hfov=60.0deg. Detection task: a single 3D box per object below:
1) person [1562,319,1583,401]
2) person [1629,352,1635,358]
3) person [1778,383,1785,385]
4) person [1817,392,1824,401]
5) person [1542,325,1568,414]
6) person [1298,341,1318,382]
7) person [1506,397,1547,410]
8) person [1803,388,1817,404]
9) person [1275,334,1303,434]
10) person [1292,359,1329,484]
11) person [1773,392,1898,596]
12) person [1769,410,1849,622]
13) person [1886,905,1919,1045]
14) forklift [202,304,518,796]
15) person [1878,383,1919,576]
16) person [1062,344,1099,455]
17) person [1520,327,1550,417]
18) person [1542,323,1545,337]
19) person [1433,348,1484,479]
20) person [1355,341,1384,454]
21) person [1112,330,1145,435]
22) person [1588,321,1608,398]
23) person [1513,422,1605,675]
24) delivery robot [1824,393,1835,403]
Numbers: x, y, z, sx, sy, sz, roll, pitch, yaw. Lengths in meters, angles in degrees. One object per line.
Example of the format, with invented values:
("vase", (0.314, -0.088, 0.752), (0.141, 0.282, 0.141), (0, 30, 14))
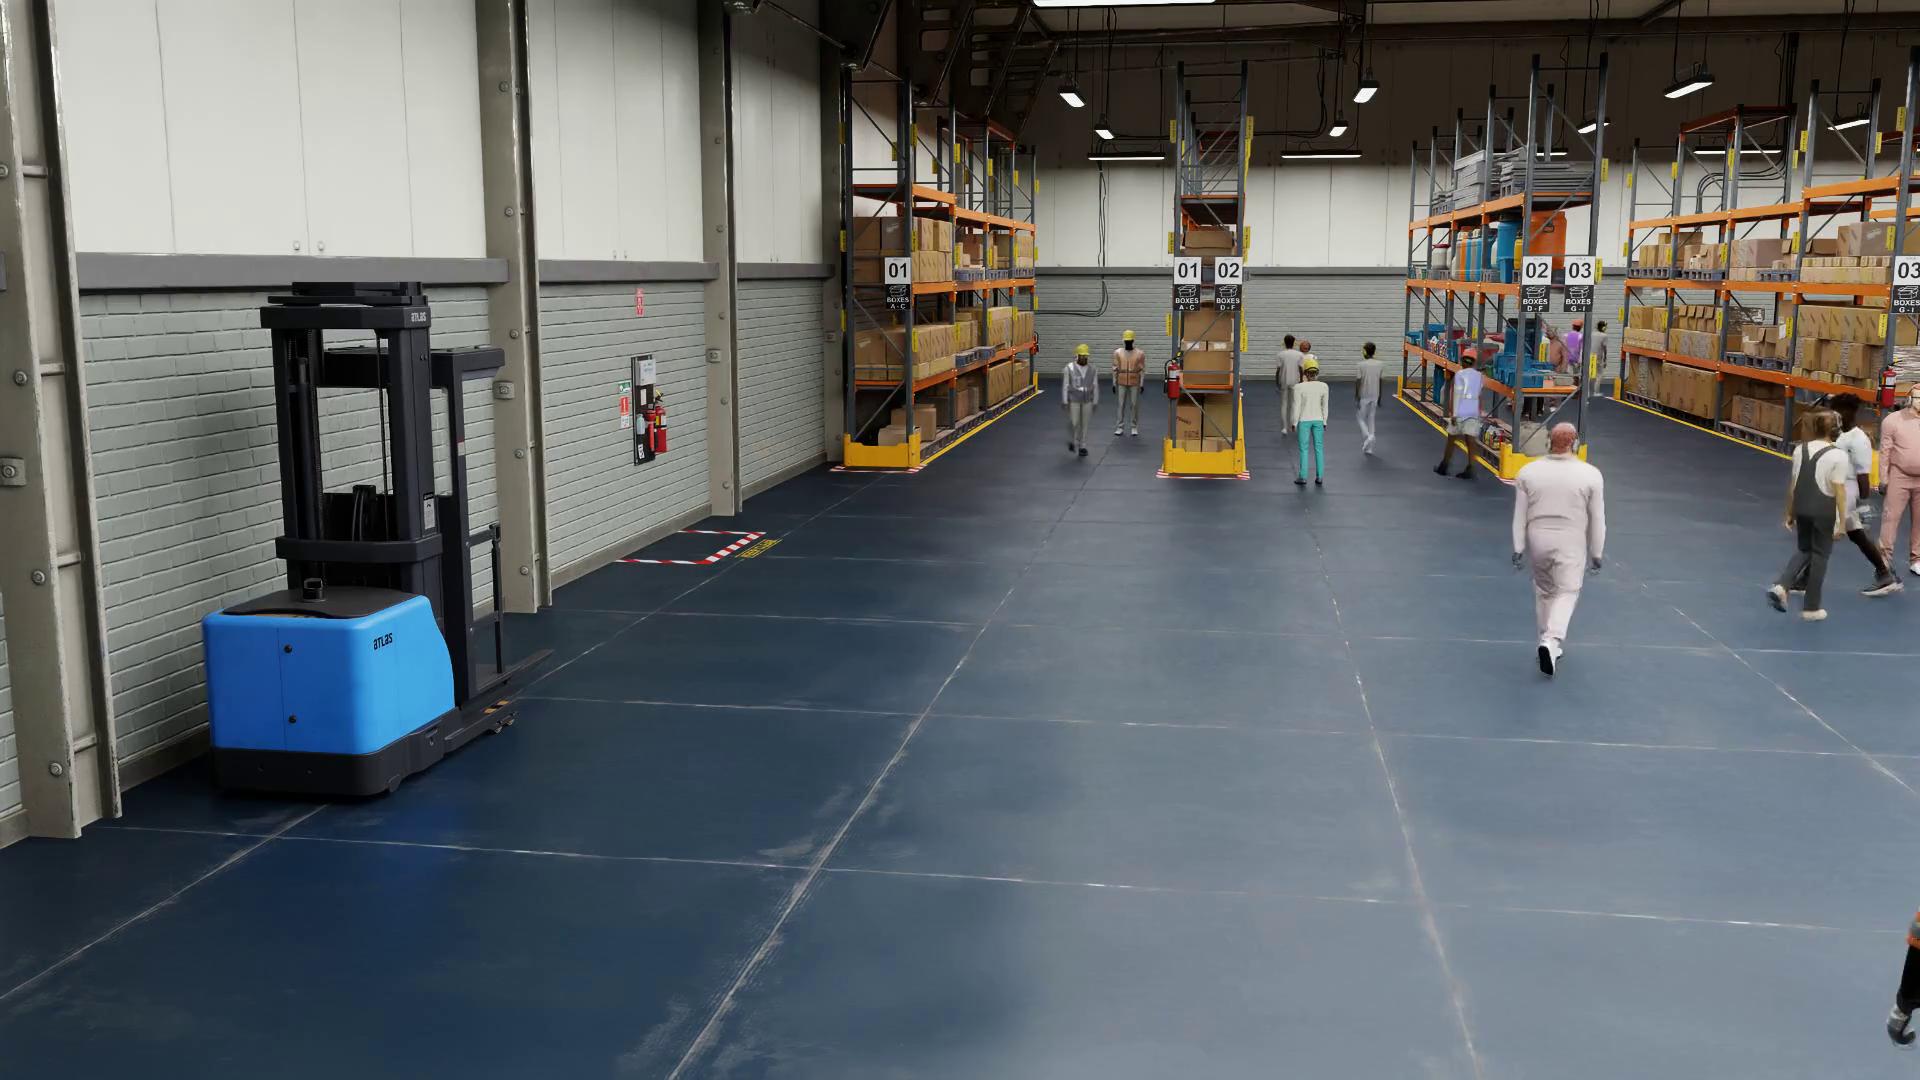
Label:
("person", (14.296, -4.204, 38.752), (0.565, 1.882, 0.989), (7, 11, 36))
("person", (16.741, -4.459, 41.121), (0.286, 1.633, 0.498), (-4, 10, -22))
("person", (16.433, -3.219, 33.344), (0.559, 1.692, 0.502), (2, 9, 12))
("person", (20.151, -4.158, 38.453), (0.520, 1.895, 0.626), (-1, 9, -7))
("person", (12.478, -3.600, 35.131), (0.670, 1.858, 0.909), (3, 10, 20))
("person", (6.724, -3.060, 32.479), (0.517, 1.636, 0.314), (3, 10, 15))
("person", (12.312, -3.764, 36.111), (1.040, 1.869, 0.694), (-5, 10, -28))
("person", (19.000, -3.791, 37.111), (0.525, 1.579, 0.866), (6, 11, 33))
("person", (6.084, -2.873, 30.668), (0.542, 1.853, 0.481), (1, 9, 5))
("person", (4.942, -1.670, 23.512), (0.530, 1.767, 0.328), (-2, 9, -12))
("person", (8.205, -0.417, 15.373), (1.070, 1.906, 0.598), (3, 10, 16))
("person", (7.293, -0.200, 14.236), (0.486, 1.831, 0.545), (-4, 10, -25))
("person", (3.019, 1.411, 4.842), (0.545, 1.649, 0.863), (2, 9, 11))
("forklift", (-3.673, -0.038, 10.147), (1.129, 2.768, 1.873), (1, 9, 9))
("person", (9.446, -0.599, 16.474), (0.642, 1.909, 0.399), (3, 10, 16))
("person", (1.978, -2.288, 27.150), (0.621, 1.817, 0.429), (-3, 10, -15))
("person", (11.884, -3.552, 34.428), (0.609, 1.991, 0.384), (0, 9, 1))
("person", (12.579, -3.832, 36.364), (0.577, 1.922, 0.403), (3, 10, 19))
("person", (7.312, -1.844, 24.248), (0.609, 1.872, 0.920), (-4, 10, -24))
("person", (6.741, -2.333, 27.367), (0.510, 1.846, 0.464), (-1, 9, -9))
("person", (3.087, -2.886, 30.516), (0.594, 1.924, 0.382), (2, 9, 11))
("person", (15.082, -4.275, 39.411), (0.866, 1.812, 0.646), (-8, 12, -42))
("person", (4.502, 0.050, 12.560), (0.657, 1.882, 0.871), (6, 11, 34))
("delivery robot", (19.353, -3.234, 36.722), (0.477, 0.478, 0.707), (2, 9, 14))
